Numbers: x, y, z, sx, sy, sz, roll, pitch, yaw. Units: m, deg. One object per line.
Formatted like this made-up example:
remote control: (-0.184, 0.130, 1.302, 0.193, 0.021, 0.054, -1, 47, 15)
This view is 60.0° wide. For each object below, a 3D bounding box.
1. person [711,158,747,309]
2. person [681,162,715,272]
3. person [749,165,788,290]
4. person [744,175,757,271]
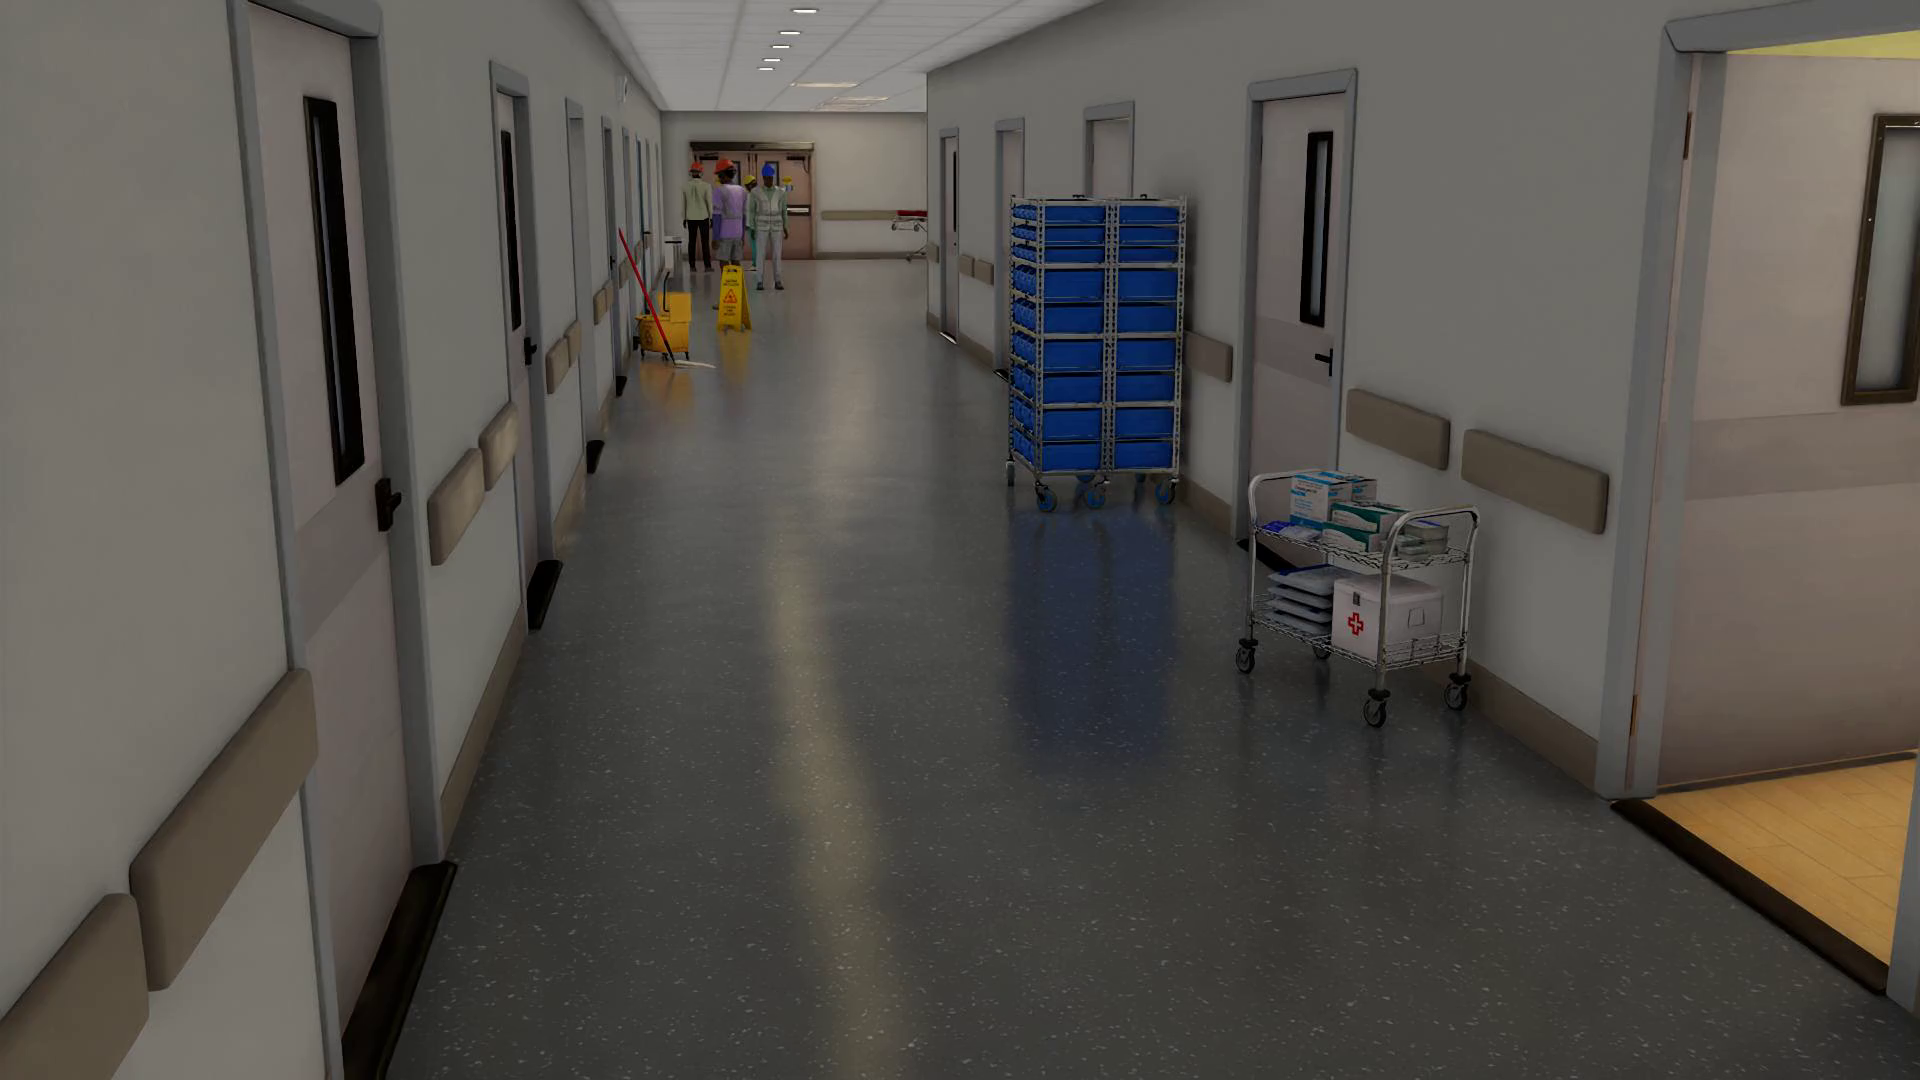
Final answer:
person: (-3.158, -4.148, 22.598, 0.411, 2.033, 0.613, 9, 15, 35)
person: (-4.796, -5.900, 30.465, 0.610, 1.990, 0.389, 2, 13, 7)
person: (-3.001, -4.906, 26.147, 0.617, 1.943, 0.402, -4, 13, -16)
person: (-3.854, -5.884, 30.915, 0.327, 1.760, 0.523, 4, 13, 17)
